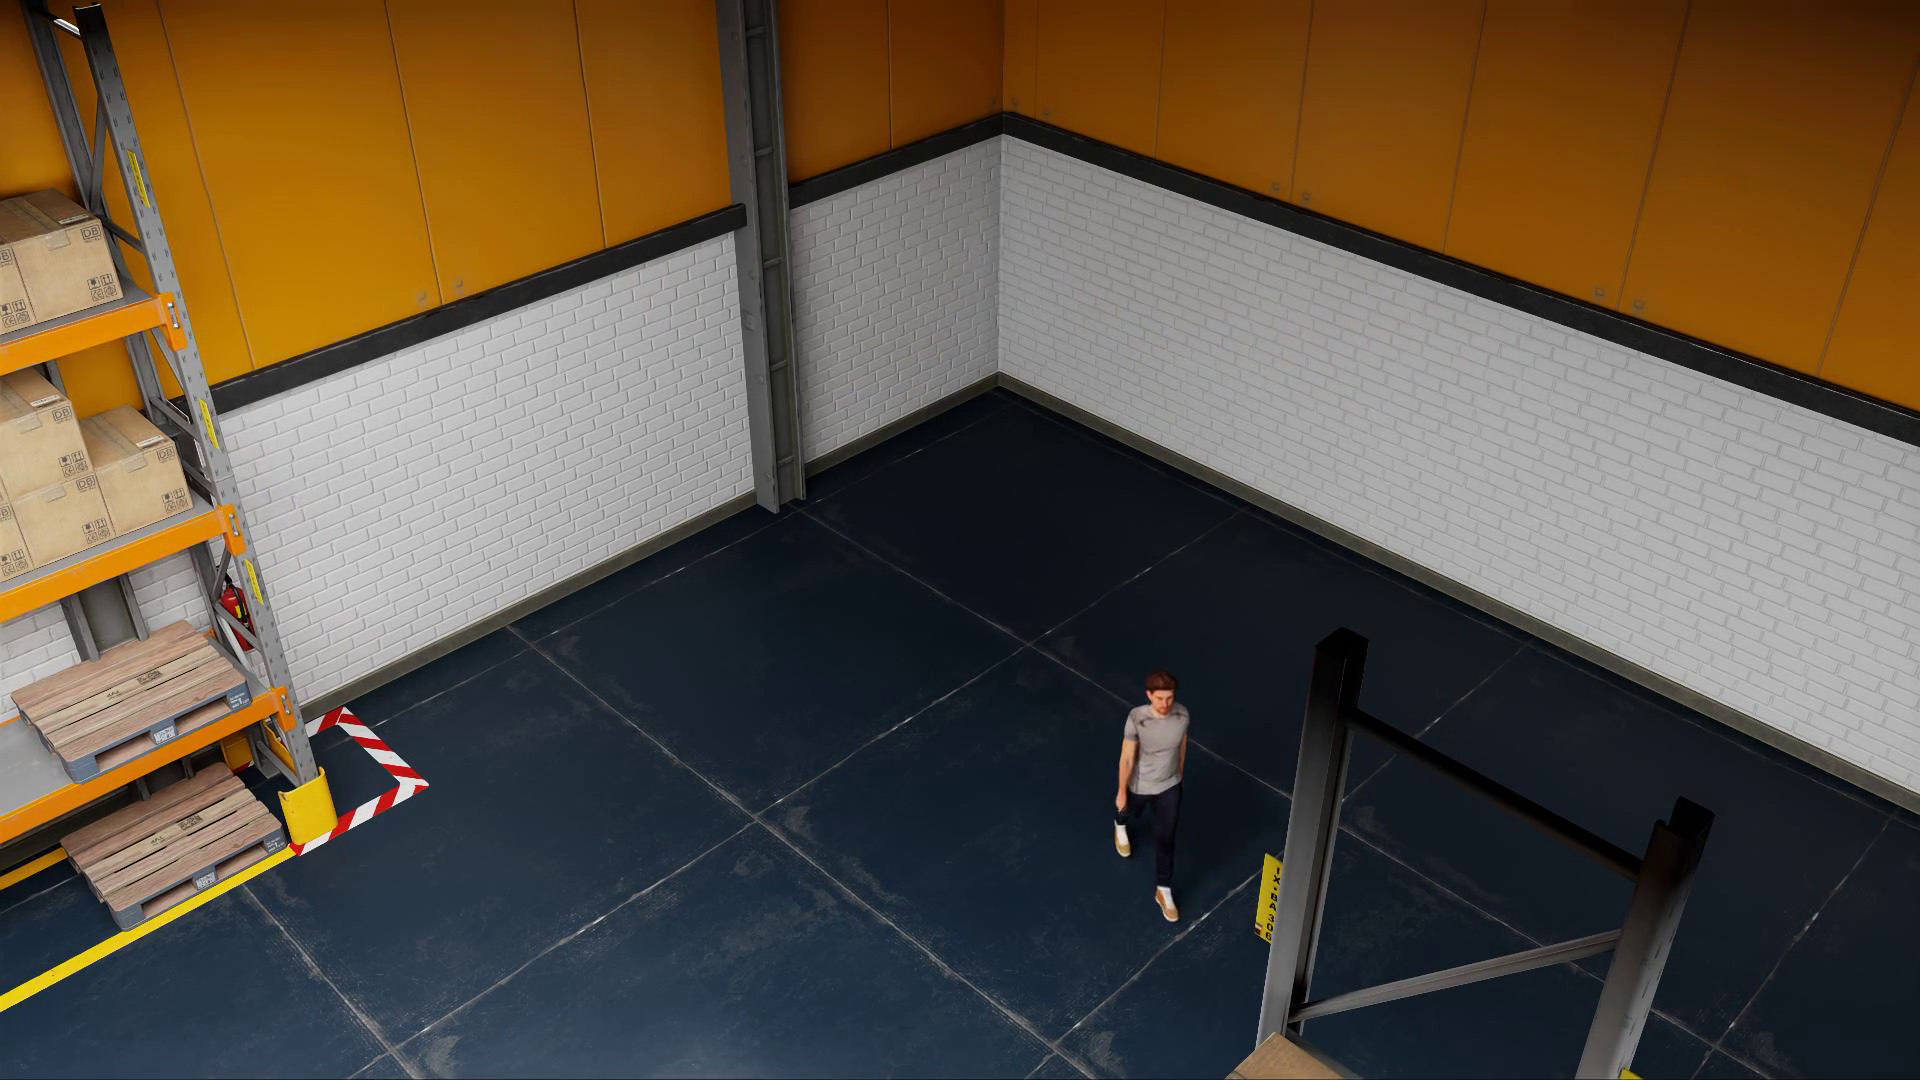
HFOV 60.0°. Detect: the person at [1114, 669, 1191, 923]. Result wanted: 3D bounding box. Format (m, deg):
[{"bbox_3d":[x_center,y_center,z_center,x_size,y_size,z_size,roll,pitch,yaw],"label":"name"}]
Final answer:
[{"bbox_3d":[1.280,1.604,11.402,1.250,1.851,1.170,-6,34,-10],"label":"person"}]
